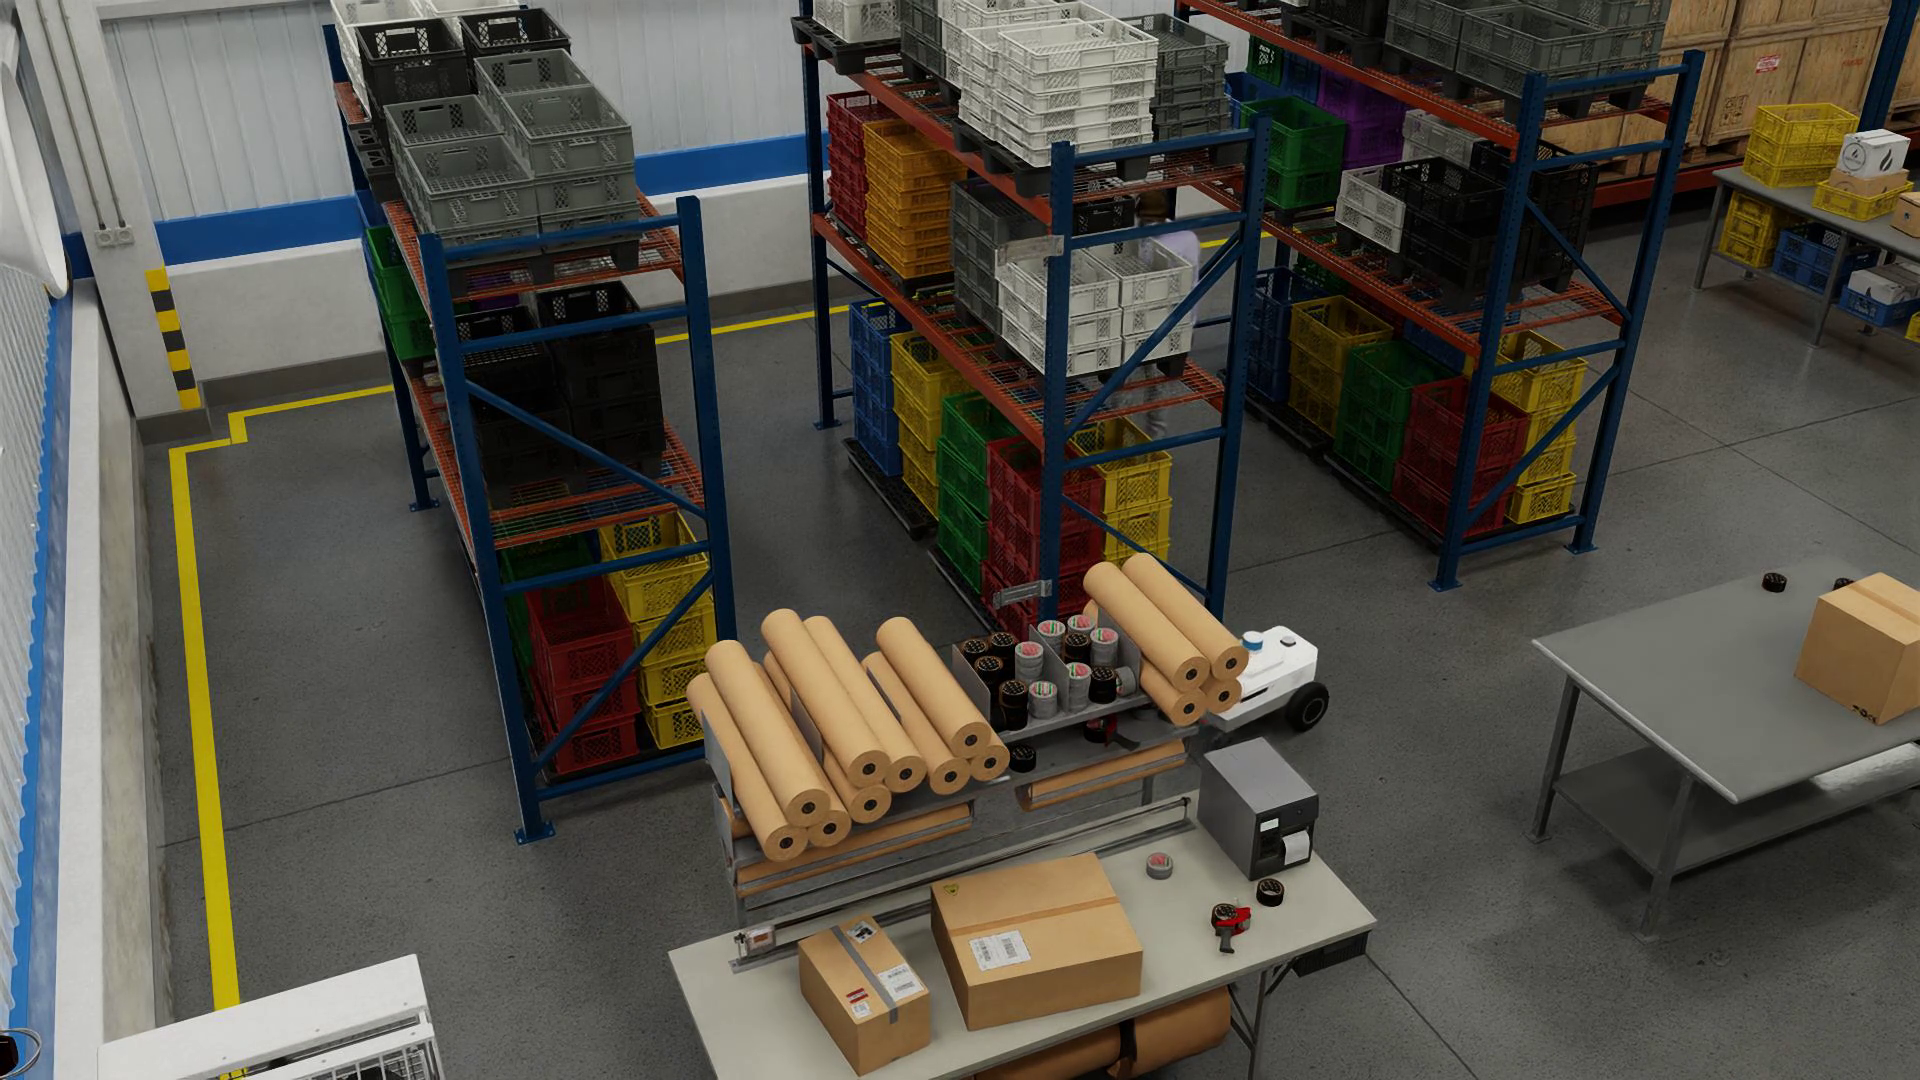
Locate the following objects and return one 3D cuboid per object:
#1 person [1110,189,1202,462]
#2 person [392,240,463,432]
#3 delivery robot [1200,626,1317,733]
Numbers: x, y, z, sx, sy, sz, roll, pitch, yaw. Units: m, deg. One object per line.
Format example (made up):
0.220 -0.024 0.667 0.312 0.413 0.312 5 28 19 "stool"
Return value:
1.192 -1.388 10.639 0.649 1.913 0.432 3 32 5 "person"
-3.393 -1.493 10.851 0.574 1.870 0.455 14 34 21 "person"
1.471 0.689 8.470 0.707 0.478 0.477 -20 37 -29 "delivery robot"
